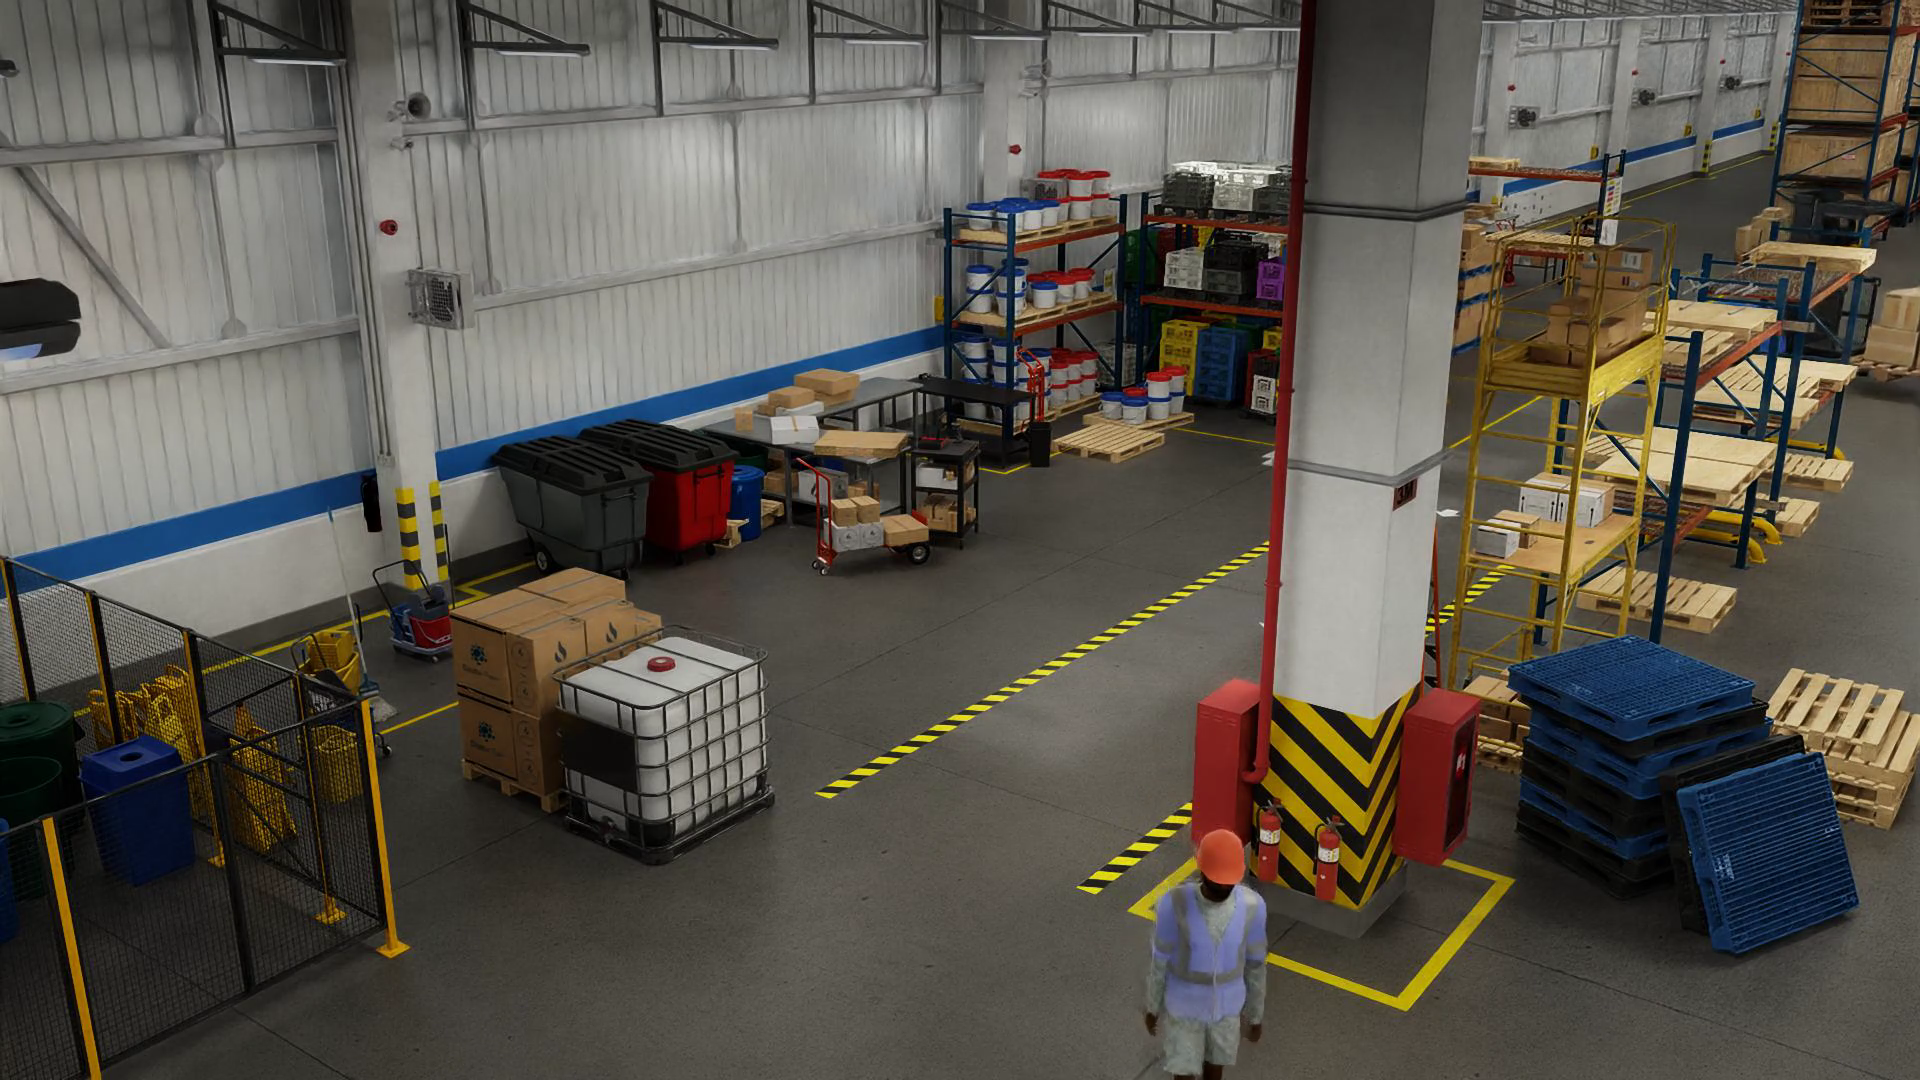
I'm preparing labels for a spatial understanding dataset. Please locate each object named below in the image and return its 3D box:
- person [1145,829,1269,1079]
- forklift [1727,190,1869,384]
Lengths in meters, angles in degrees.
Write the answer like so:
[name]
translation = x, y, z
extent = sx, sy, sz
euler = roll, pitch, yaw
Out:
[person]
translation = 1.214, 2.284, 8.139
extent = 0.585, 1.922, 0.407
euler = -2, 18, -6
[forklift]
translation = 13.120, -3.988, 25.824
extent = 1.129, 2.768, 1.873
euler = -13, 22, -34
